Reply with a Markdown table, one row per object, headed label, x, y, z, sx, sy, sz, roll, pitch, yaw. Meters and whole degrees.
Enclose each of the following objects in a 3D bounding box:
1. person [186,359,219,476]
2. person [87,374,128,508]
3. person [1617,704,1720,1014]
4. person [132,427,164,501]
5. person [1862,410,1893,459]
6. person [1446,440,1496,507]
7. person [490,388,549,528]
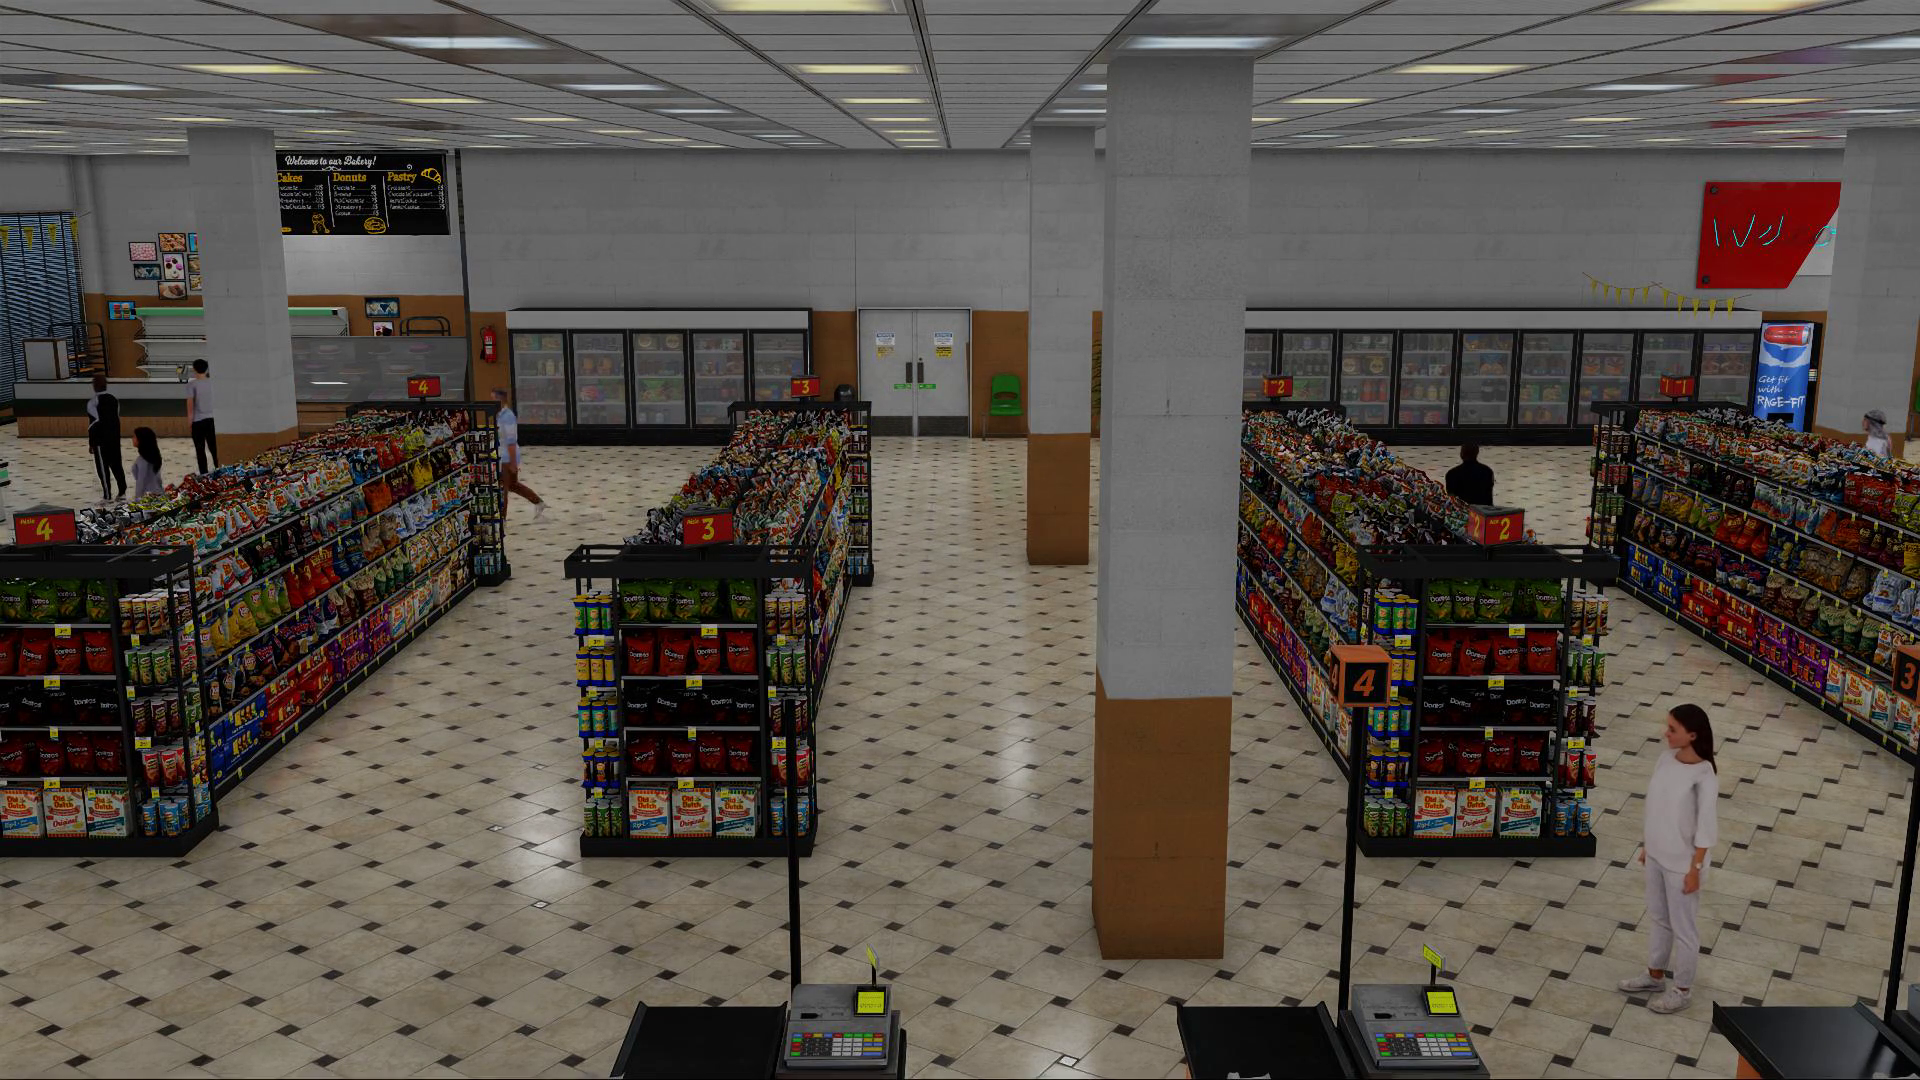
| label | x | y | z | sx | sy | sz | roll | pitch | yaw |
| --- | --- | --- | --- | --- | --- | --- | --- | --- | --- |
| person | -11.213 | -1.749 | 24.680 | 0.799 | 1.863 | 0.693 | 8 | 14 | 33 |
| person | -11.842 | -1.395 | 23.077 | 0.788 | 1.830 | 0.632 | 5 | 13 | 22 |
| person | 3.820 | 1.671 | 8.860 | 0.710 | 1.689 | 0.564 | -3 | 12 | -15 |
| person | -8.926 | -0.388 | 18.609 | 0.805 | 1.701 | 1.017 | -2 | 12 | -11 |
| person | 10.255 | -0.486 | 18.570 | 0.893 | 1.910 | 0.834 | 5 | 13 | 23 |
| person | 5.221 | -0.110 | 17.032 | 0.819 | 1.807 | 0.877 | -4 | 13 | -18 |
| person | -5.783 | -1.064 | 21.583 | 1.066 | 1.798 | 1.155 | -6 | 13 | -26 |
